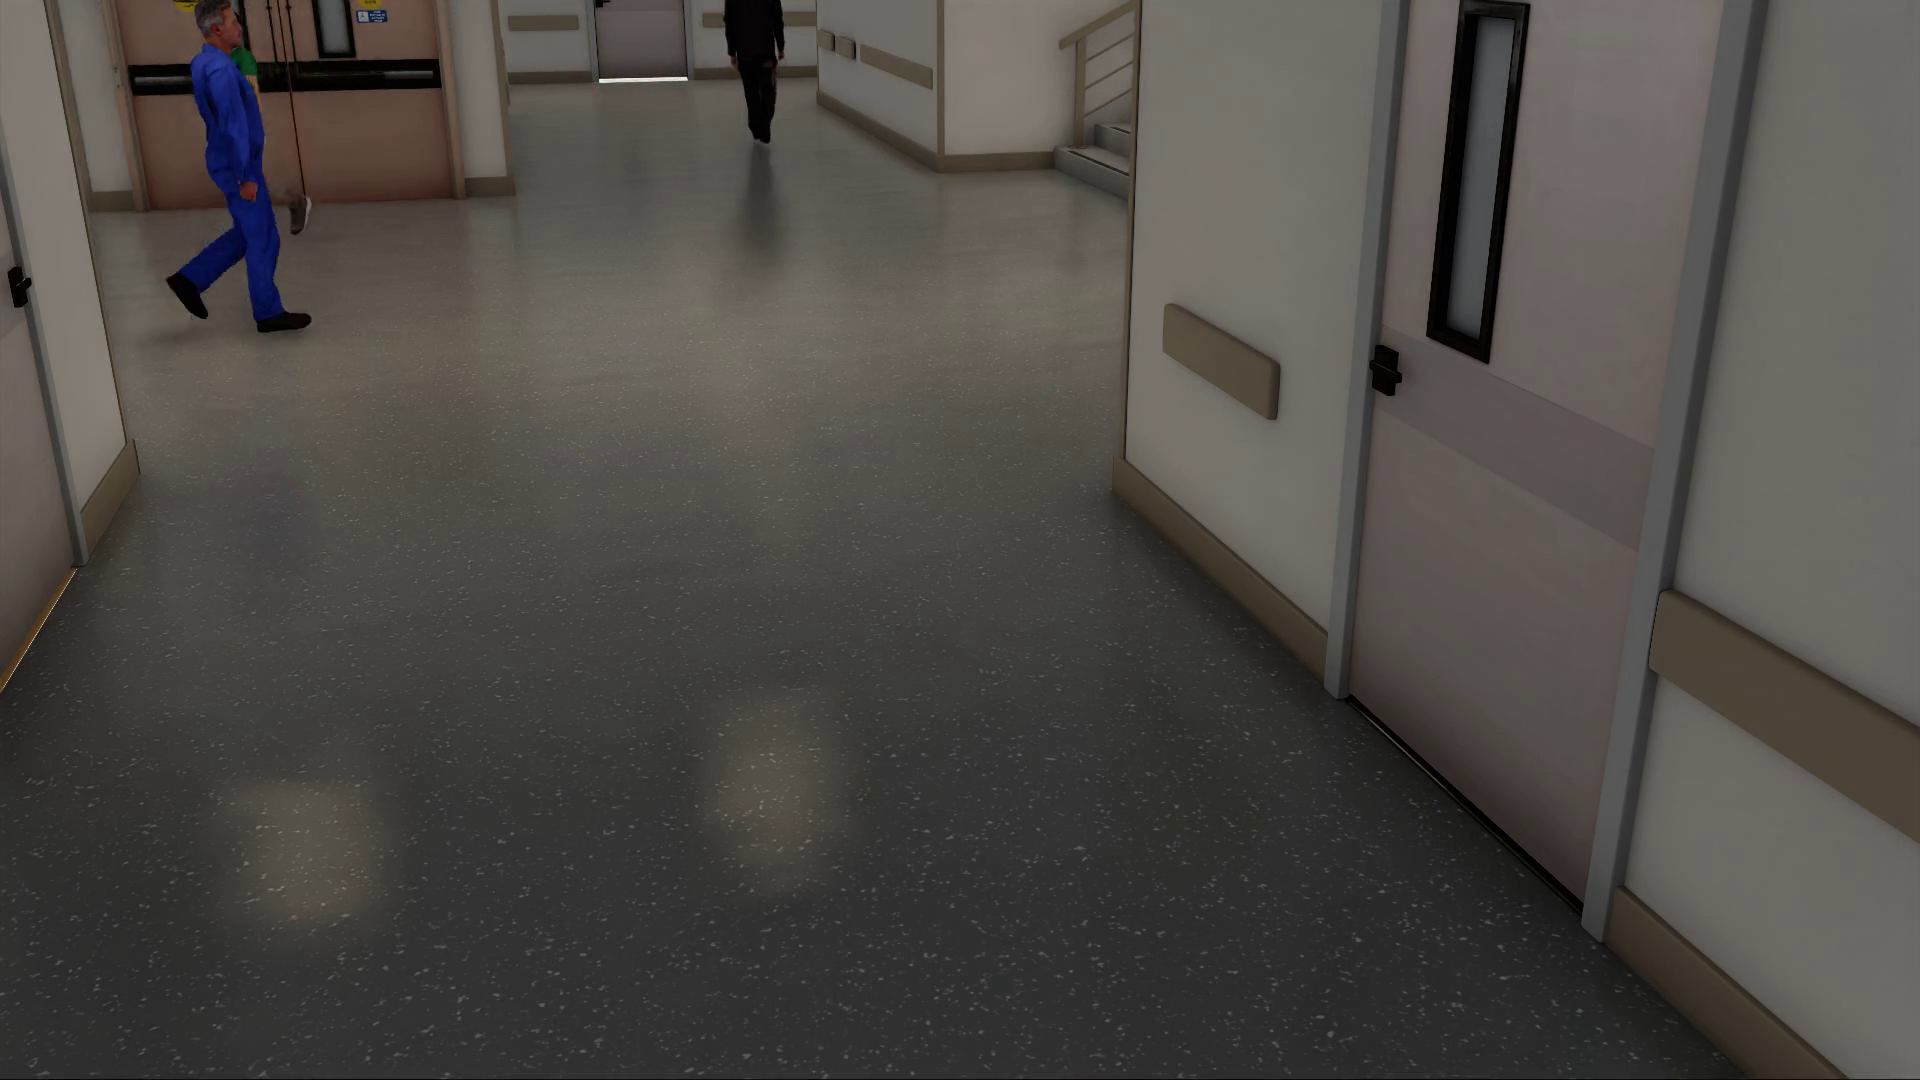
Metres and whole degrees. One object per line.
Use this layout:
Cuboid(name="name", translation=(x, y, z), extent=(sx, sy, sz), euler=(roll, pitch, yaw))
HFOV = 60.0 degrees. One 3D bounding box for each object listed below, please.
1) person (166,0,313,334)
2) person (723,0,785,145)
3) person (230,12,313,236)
Cuboid(name="person", translation=(-4.066, -2.021, 9.158), extent=(1.030, 1.810, 0.872), euler=(-11, 23, -26))
Cuboid(name="person", translation=(-2.058, -4.946, 16.842), extent=(1.130, 1.837, 0.987), euler=(0, 21, 0))
Cuboid(name="person", translation=(-4.959, -2.867, 11.640), extent=(0.898, 1.635, 1.003), euler=(15, 26, 35))
